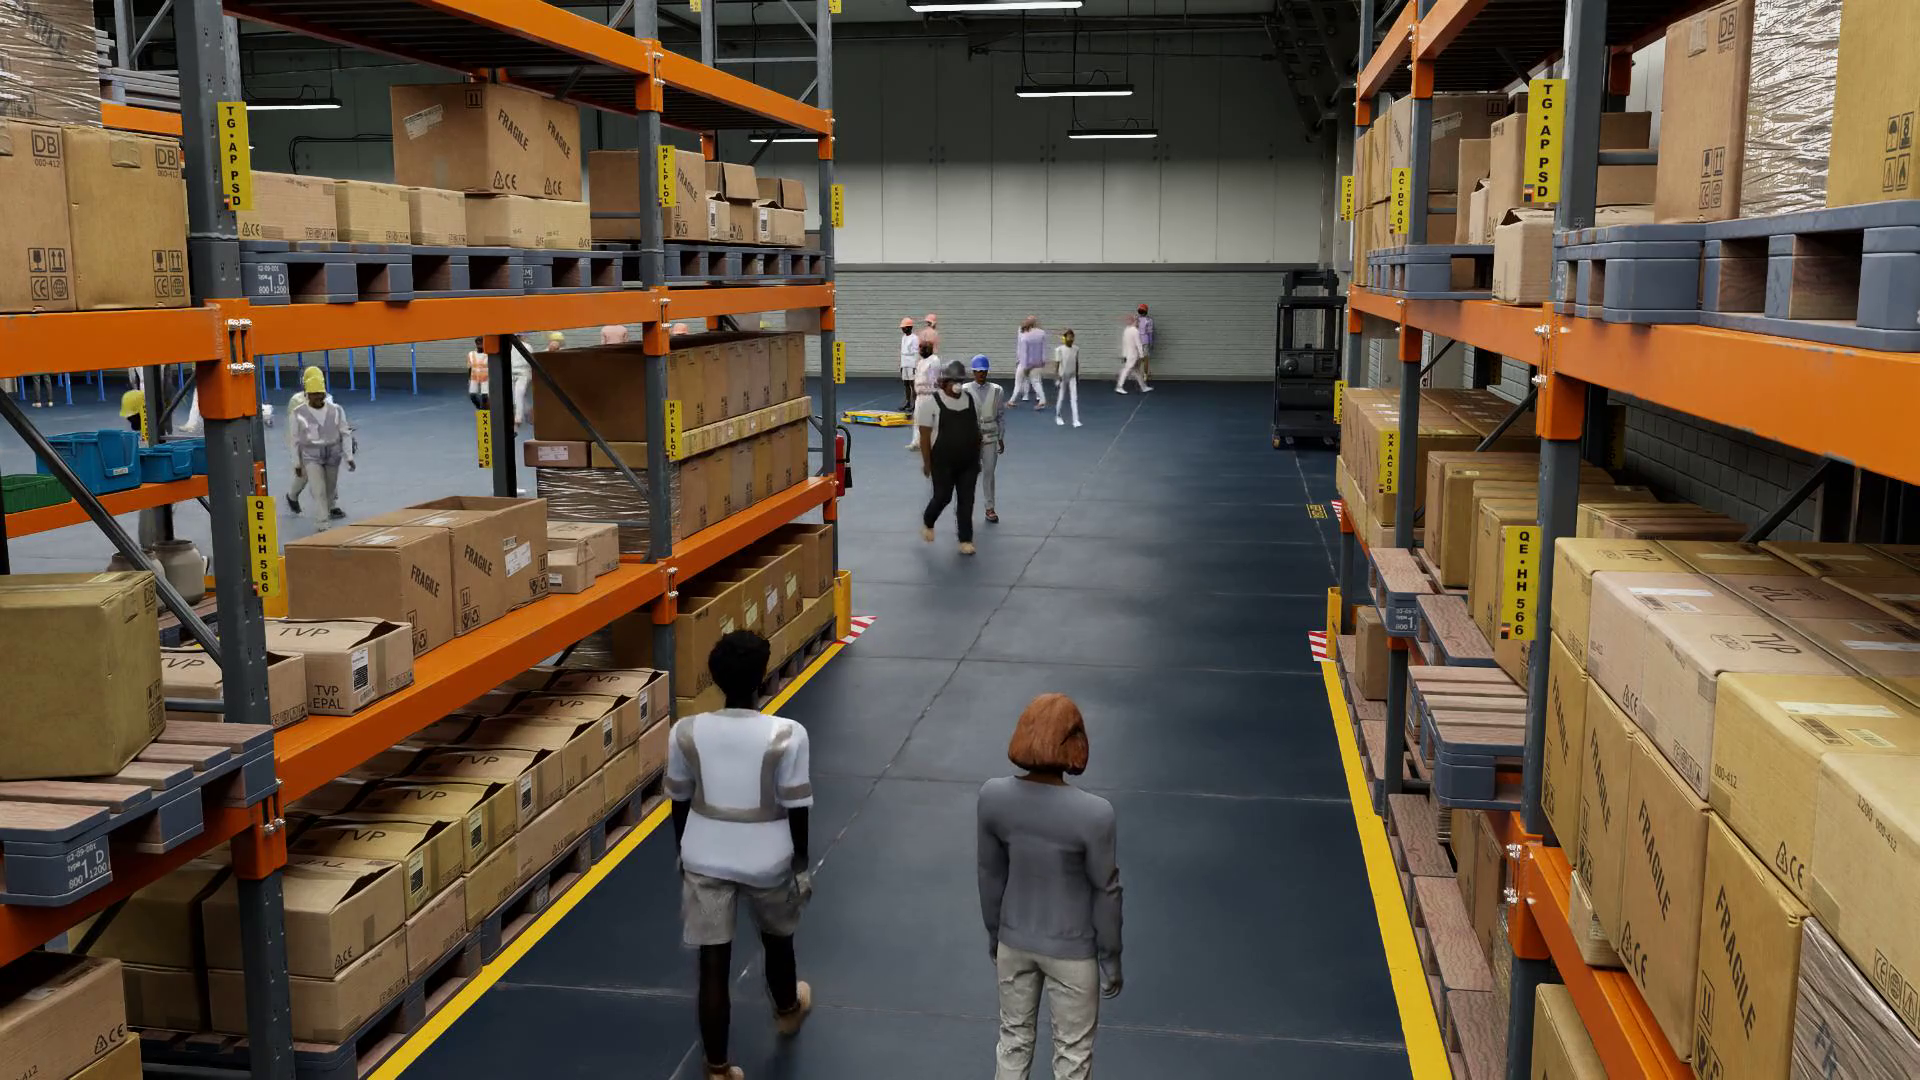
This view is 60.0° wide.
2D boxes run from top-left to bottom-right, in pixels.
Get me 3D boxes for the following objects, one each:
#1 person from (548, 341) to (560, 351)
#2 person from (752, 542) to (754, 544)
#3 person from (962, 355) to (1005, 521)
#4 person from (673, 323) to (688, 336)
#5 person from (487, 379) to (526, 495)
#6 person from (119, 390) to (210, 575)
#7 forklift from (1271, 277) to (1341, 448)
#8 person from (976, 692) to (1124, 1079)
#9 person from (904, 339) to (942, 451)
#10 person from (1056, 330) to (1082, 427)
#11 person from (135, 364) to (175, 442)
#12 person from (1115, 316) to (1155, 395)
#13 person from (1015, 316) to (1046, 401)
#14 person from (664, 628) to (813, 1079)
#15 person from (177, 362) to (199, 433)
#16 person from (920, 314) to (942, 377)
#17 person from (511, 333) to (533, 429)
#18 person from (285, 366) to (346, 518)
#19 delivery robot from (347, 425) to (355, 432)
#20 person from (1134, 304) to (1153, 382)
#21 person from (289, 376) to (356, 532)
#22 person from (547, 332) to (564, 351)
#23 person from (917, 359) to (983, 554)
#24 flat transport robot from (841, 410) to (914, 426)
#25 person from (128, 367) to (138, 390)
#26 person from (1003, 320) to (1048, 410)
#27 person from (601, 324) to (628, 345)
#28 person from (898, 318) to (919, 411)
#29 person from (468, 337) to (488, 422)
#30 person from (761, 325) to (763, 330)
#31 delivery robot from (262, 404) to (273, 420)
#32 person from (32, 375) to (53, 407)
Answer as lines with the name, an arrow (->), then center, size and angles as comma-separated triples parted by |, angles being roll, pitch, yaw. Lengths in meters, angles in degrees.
person -> -7.523, -2.896, 30.946 | 0.533, 1.621, 0.377 | 0, 9, -3
person -> -1.847, -0.370, 14.810 | 0.527, 1.807, 0.622 | 7, 12, 38
person -> 0.232, -1.192, 19.453 | 0.609, 1.948, 0.389 | -2, 9, -12
person -> -4.959, -2.866, 29.631 | 0.623, 1.992, 0.397 | -1, 9, -4
person -> -5.981, -1.531, 21.785 | 0.513, 1.871, 0.329 | 7, 12, 39
person -> -7.087, -0.403, 14.772 | 0.640, 1.888, 0.659 | -8, 12, -39
forklift -> 5.847, -3.016, 27.970 | 1.129, 2.768, 1.873 | 1, 9, 9
person -> 0.282, 1.277, 5.191 | 0.499, 1.634, 0.288 | 6, 11, 32
person -> -0.452, -2.369, 27.137 | 0.857, 1.818, 0.626 | -4, 10, -26
person -> 2.019, -3.043, 31.291 | 0.536, 1.818, 1.001 | -3, 10, -20
person -> -12.696, -2.275, 26.259 | 0.611, 1.914, 0.442 | 0, 9, 0
person -> 4.138, -4.390, 39.491 | 1.043, 1.852, 0.641 | -2, 9, -12
person -> 1.588, -4.068, 37.322 | 0.697, 1.903, 0.413 | -1, 9, -8
person -> -0.766, 1.125, 6.018 | 0.553, 1.655, 0.819 | 1, 9, 6
person -> -13.582, -2.795, 29.769 | 0.651, 1.798, 0.922 | 7, 11, 35
person -> -0.647, -3.942, 36.299 | 0.506, 1.976, 0.628 | -7, 12, -37
person -> -8.197, -3.047, 30.982 | 0.620, 1.922, 0.751 | 4, 10, 21
person -> -7.734, -1.176, 19.824 | 0.821, 1.807, 0.603 | 6, 11, 33
delivery robot -> -10.024, -1.864, 26.924 | 0.335, 0.223, 0.698 | -1, 9, -6
person -> 4.826, -5.225, 44.036 | 0.615, 2.041, 0.388 | 4, 10, 23
person -> -6.946, -0.892, 18.120 | 0.597, 1.789, 0.927 | -7, 11, -36
person -> -8.034, -3.282, 33.120 | 0.491, 1.705, 0.884 | 7, 11, 36
person -> -0.092, -0.869, 17.308 | 0.694, 2.000, 0.703 | -4, 10, -24
flat transport robot -> -1.587, -2.349, 31.878 | 0.652, 0.197, 1.431 | -8, 12, -41
person -> -14.937, -2.971, 30.458 | 0.553, 1.935, 0.362 | -8, 12, -39
person -> 1.416, -3.687, 35.041 | 1.019, 1.890, 0.650 | 5, 10, 27
person -> -8.161, -4.399, 39.347 | 0.641, 1.913, 0.407 | -3, 10, -16
person -> -1.085, -3.658, 34.693 | 0.366, 1.935, 0.552 | -6, 11, -35
person -> -9.096, -3.032, 31.579 | 0.541, 1.682, 0.360 | 1, 9, 7
person -> -4.755, -4.229, 38.868 | 0.543, 1.715, 0.902 | 7, 12, 39
delivery robot -> -13.233, -2.406, 31.068 | 0.707, 0.478, 0.477 | -4, 10, -24
person -> -19.788, -3.776, 35.724 | 0.345, 1.840, 0.504 | 8, 12, 42
